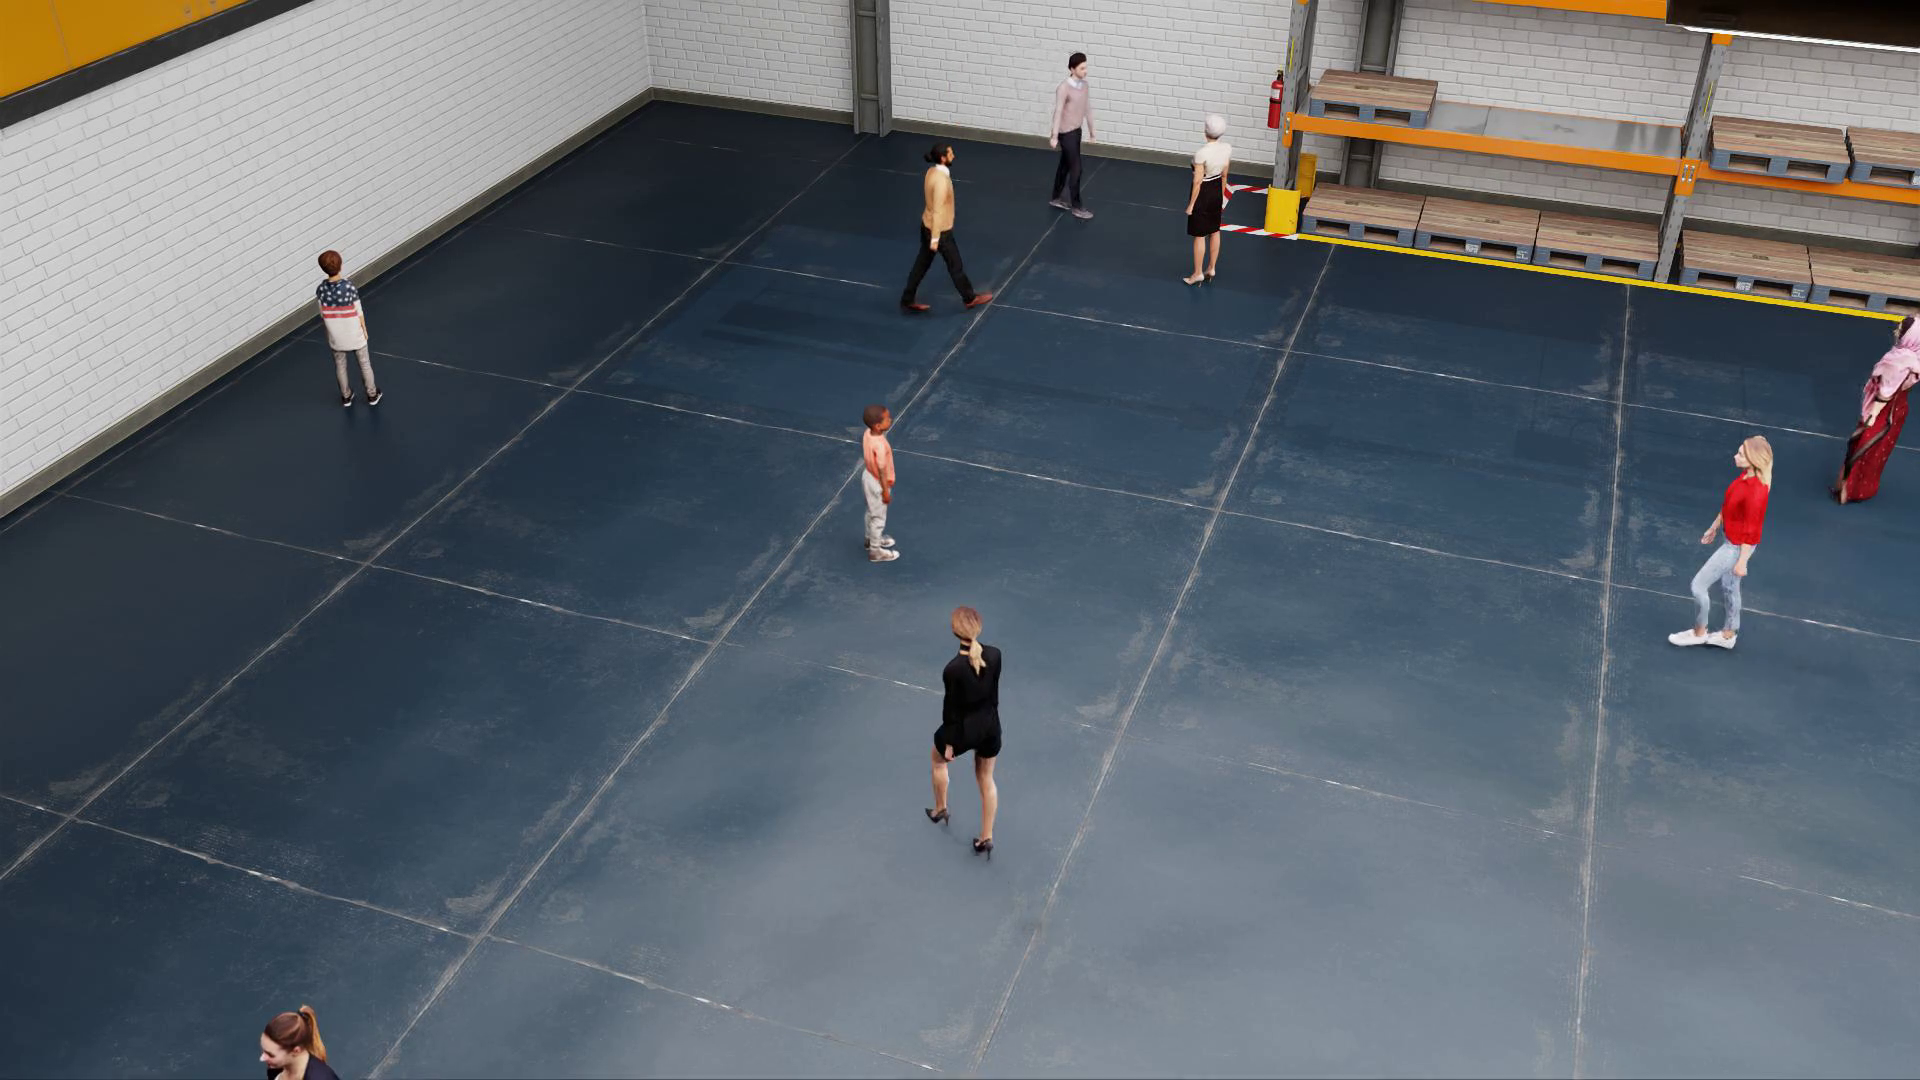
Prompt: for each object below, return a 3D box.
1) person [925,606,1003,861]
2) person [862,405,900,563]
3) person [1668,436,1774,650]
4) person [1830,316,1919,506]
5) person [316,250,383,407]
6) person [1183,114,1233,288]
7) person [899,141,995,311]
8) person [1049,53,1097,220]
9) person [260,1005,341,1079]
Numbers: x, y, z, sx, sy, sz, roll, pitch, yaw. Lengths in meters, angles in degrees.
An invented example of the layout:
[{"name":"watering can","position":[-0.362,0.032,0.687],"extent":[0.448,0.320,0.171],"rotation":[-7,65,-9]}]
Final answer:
[{"name":"person","position":[0.100,1.185,9.727],"extent":[0.843,1.745,0.925],"rotation":[-19,38,-27]},{"name":"person","position":[-0.637,-0.443,12.569],"extent":[0.607,1.310,0.556],"rotation":[-10,35,-15]},{"name":"person","position":[5.438,0.056,11.478],"extent":[0.659,1.687,0.614],"rotation":[11,35,16]},{"name":"person","position":[7.321,-1.044,13.181],"extent":[0.763,1.633,0.764],"rotation":[-23,40,-31]},{"name":"person","position":[-5.391,-1.857,14.581],"extent":[0.530,1.438,0.637],"rotation":[-3,34,-4]},{"name":"person","position":[2.471,-3.377,16.581],"extent":[0.713,1.756,0.728],"rotation":[-21,39,-29]},{"name":"person","position":[-0.291,-2.949,15.980],"extent":[1.263,1.707,1.088],"rotation":[-8,34,-12]},{"name":"person","position":[1.140,-4.456,18.182],"extent":[0.990,1.781,0.812],"rotation":[23,40,30]},{"name":"person","position":[-2.783,2.690,7.560],"extent":[1.005,1.636,1.152],"rotation":[-29,43,-36]}]
